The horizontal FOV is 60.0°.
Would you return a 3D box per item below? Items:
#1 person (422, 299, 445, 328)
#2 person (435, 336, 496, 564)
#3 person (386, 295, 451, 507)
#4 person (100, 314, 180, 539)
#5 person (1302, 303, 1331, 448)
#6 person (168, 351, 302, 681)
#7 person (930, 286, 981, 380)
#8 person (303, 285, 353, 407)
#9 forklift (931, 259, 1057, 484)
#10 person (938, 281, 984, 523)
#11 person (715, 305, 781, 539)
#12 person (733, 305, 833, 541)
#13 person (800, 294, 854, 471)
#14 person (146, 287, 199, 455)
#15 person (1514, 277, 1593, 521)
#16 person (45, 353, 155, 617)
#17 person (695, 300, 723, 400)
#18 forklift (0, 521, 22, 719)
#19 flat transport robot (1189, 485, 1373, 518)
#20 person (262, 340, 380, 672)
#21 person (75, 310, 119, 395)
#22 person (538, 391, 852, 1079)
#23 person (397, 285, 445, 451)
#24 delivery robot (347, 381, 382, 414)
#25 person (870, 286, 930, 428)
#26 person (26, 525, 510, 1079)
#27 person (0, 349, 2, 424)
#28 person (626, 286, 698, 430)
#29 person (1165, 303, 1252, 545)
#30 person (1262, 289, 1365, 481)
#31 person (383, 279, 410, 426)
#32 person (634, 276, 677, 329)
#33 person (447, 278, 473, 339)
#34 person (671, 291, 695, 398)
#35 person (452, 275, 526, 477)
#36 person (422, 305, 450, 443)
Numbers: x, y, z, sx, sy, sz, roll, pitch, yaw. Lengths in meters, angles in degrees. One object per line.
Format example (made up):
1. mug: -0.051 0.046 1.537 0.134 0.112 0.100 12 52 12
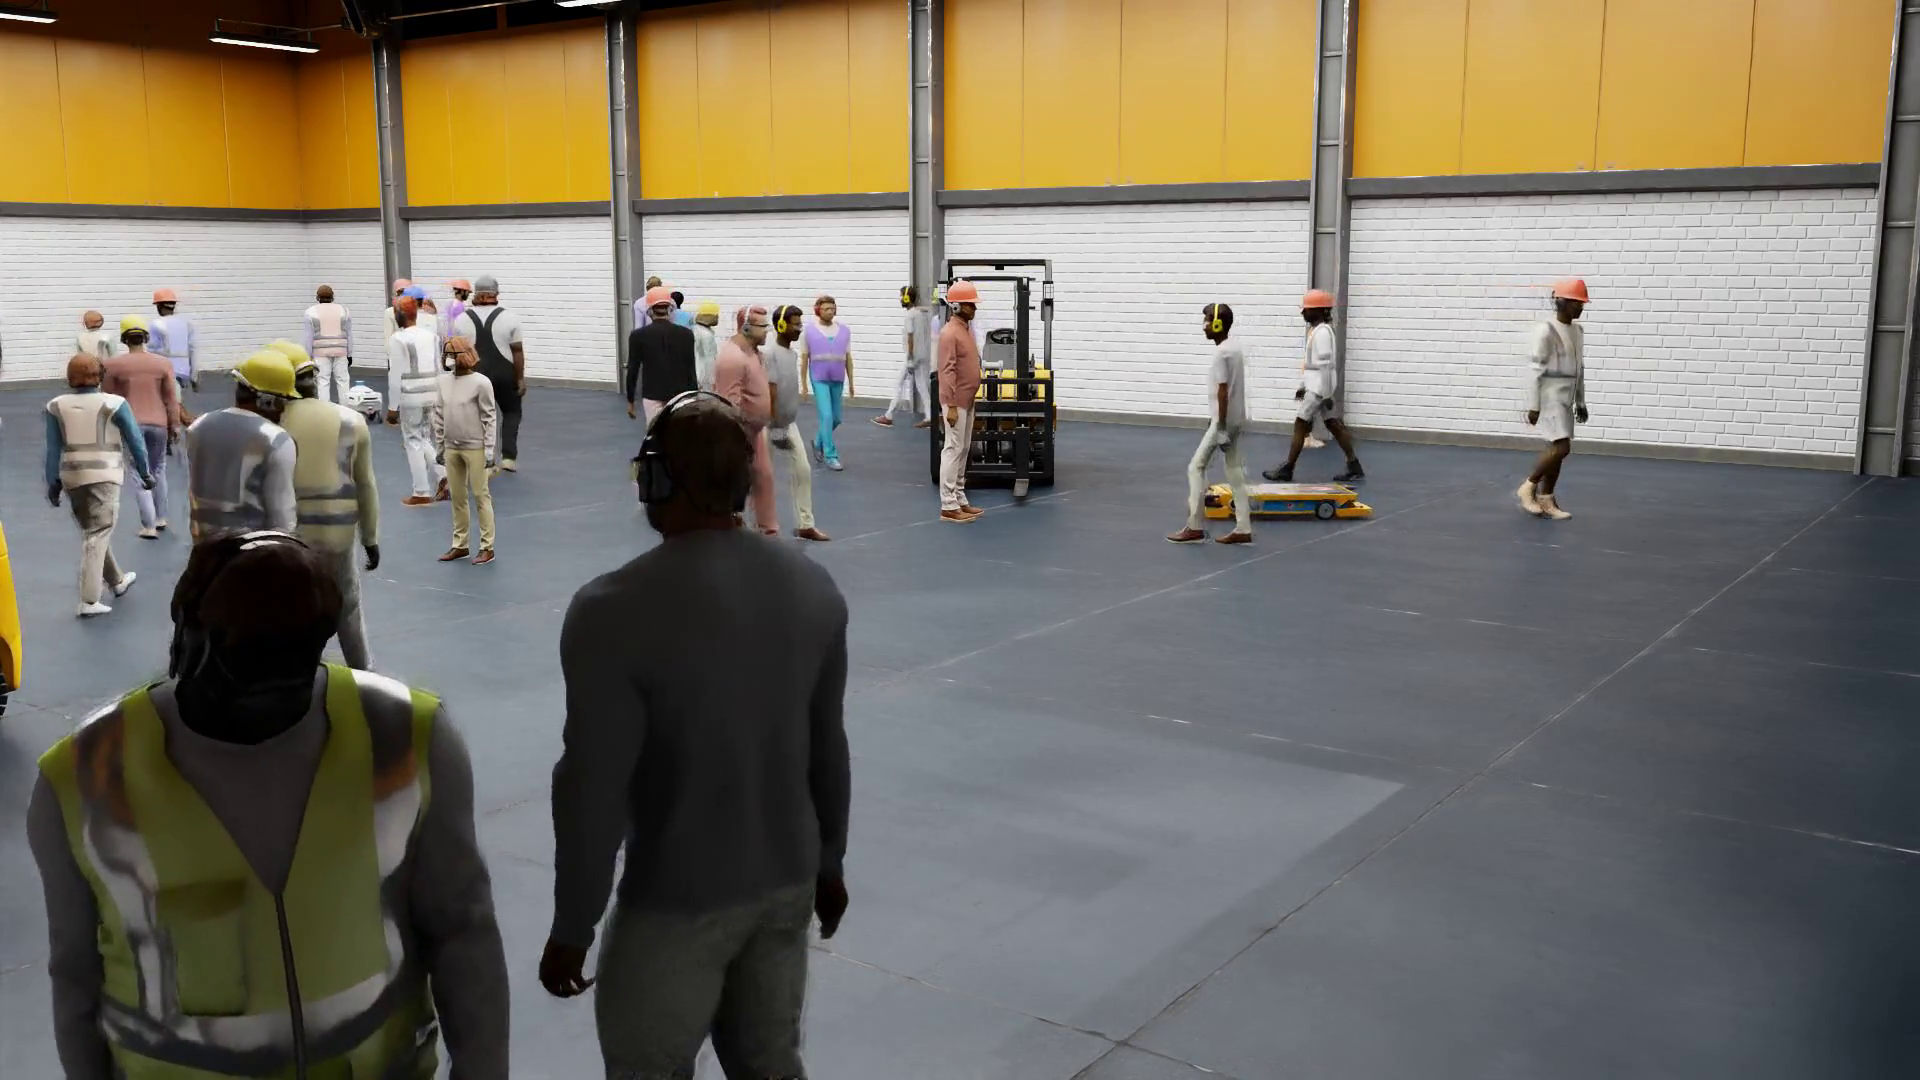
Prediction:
1. person: -8.021 -2.842 25.138 0.521 1.583 0.875 -4 11 -25
2. person: -3.541 -0.641 11.891 0.509 1.632 0.268 4 10 24
3. person: -4.754 -1.199 14.515 0.429 1.869 0.570 3 10 19
4. person: -6.465 -0.897 13.092 0.542 1.738 0.751 -8 12 -39
5. person: 4.137 -1.916 19.320 0.321 1.691 0.531 1 10 8
6. person: -3.217 0.053 7.401 0.634 1.778 0.893 3 10 17
7. person: -0.076 -2.082 19.729 0.611 1.880 0.525 -8 12 -38
8. person: -8.359 -2.448 22.035 0.622 1.844 0.429 -6 11 -33
9. forklift: 0.370 -1.738 16.759 1.214 2.155 2.313 1 10 3
10. person: 0.008 -1.150 13.845 0.385 1.993 0.623 3 10 15
11. person: -1.676 -0.786 12.135 0.931 1.861 0.682 2 10 13
12. person: -1.447 -0.906 12.891 0.917 1.833 0.519 5 11 28
13. person: -1.409 -1.657 17.396 0.579 1.819 0.791 -6 11 -30
14. person: -8.599 -1.833 18.264 0.995 1.895 0.555 5 11 26
15. person: 4.997 -1.159 13.812 0.602 2.025 0.419 -9 13 -41
16. person: -5.329 -0.358 10.326 0.524 1.589 0.870 1 10 3
17. person: -2.780 -1.787 18.442 0.442 1.727 0.511 -2 10 -10
18. forklift: -5.296 -0.090 6.943 1.214 2.155 2.313 7 12 35
19. flat transport robot: 2.718 -0.341 14.156 1.431 0.197 0.652 0 10 -3
20. person: -3.080 -0.037 7.826 0.622 1.786 0.748 -5 11 -29
21. person: -9.827 -1.807 18.912 0.522 1.614 0.557 2 10 14
22. person: -0.443 0.676 3.199 0.505 1.913 0.676 8 12 40
23. person: -5.953 -1.888 18.553 0.924 1.906 0.616 5 11 29
24. delivery robot: -8.001 -1.881 22.201 0.477 0.478 0.707 -8 12 -40
25. person: -0.724 -2.357 21.532 0.917 1.828 0.555 3 10 19
26. person: -1.016 0.858 2.523 0.616 1.787 0.926 -6 11 -31
27. person: -12.034 -2.192 20.368 0.817 1.891 0.598 5 11 29
28. person: -2.649 -1.290 14.867 0.619 1.947 1.034 -4 10 -25
29. person: 1.913 -0.875 12.682 0.788 1.838 0.533 5 11 28
30. person: 3.525 -1.496 16.259 0.985 1.894 0.551 3 10 15
31. person: -7.123 -2.387 21.430 0.607 1.936 1.061 -6 11 -34
32. person: -4.448 -2.889 24.373 0.630 1.940 0.372 -4 10 -21
33. person: -7.489 -2.914 24.637 0.622 1.904 0.588 -5 11 -26
34. person: -4.308 -2.957 25.488 0.540 1.697 0.317 -7 12 -36
35. person: -4.696 -1.650 16.690 0.712 2.000 0.581 0 10 -2
36. person: -6.295 -1.966 19.750 0.514 1.645 0.309 -8 13 -41
